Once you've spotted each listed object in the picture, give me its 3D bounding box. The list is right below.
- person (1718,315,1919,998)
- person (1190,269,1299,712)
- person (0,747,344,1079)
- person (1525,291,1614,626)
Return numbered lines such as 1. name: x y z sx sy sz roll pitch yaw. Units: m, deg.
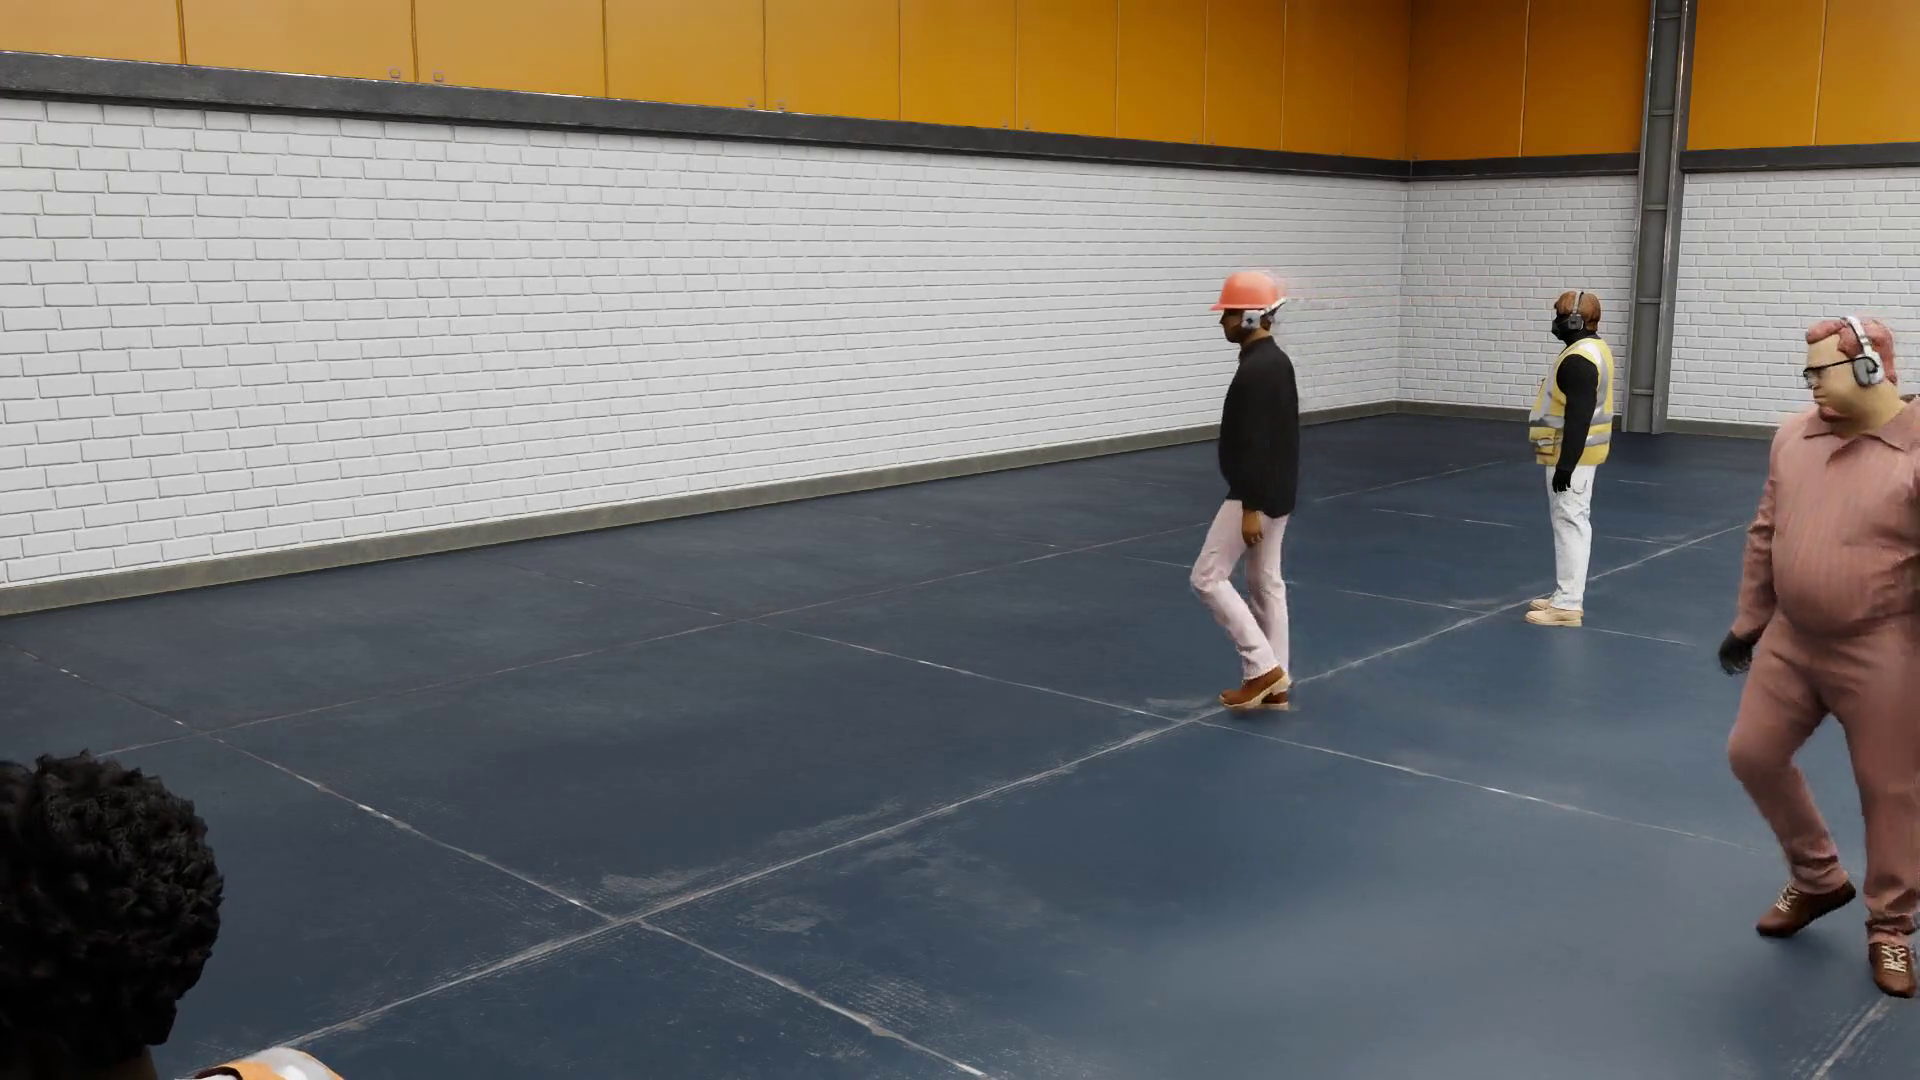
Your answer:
1. person: 2.528 0.307 4.783 0.400 1.886 0.752 -5 11 -25
2. person: 1.286 -0.195 7.362 0.460 1.981 0.616 4 11 23
3. person: -0.659 1.004 1.374 0.320 1.689 0.535 3 10 17
4. person: 3.363 -0.448 9.199 0.429 1.843 0.633 5 11 25
